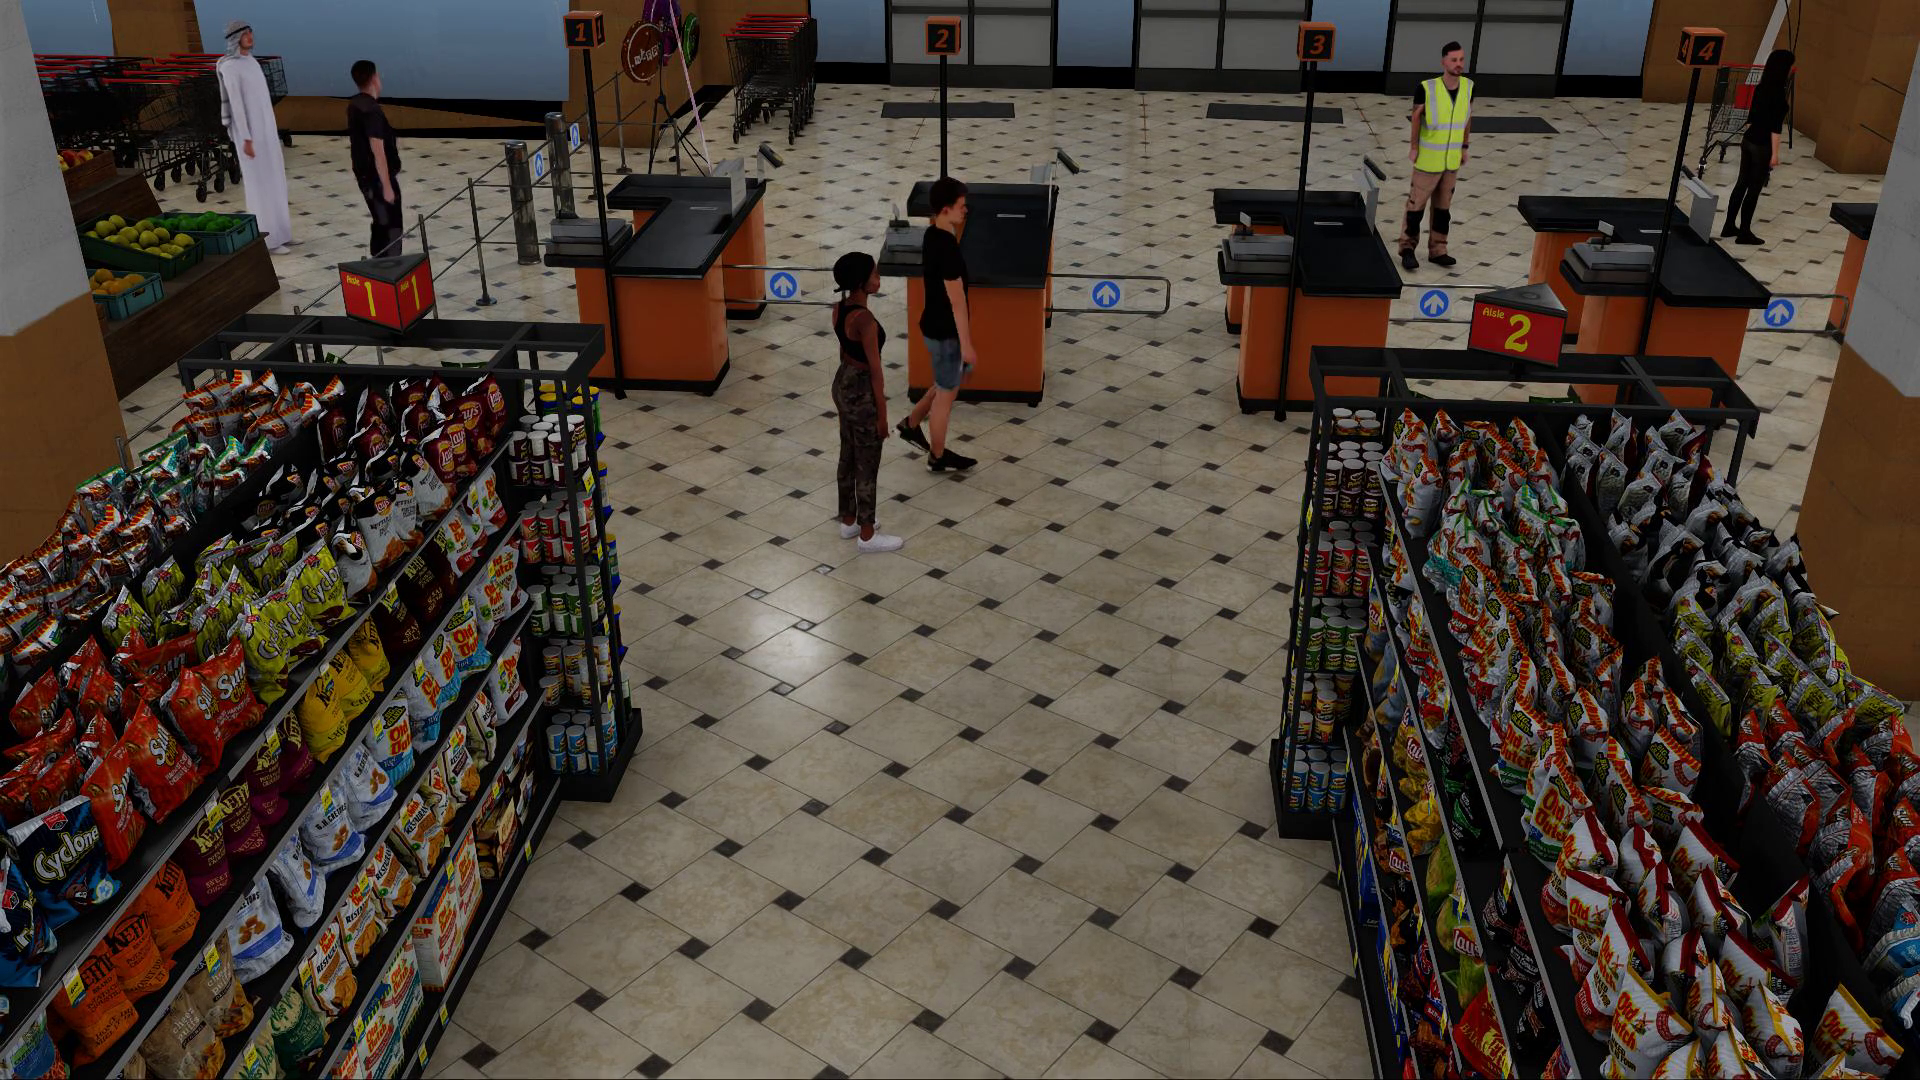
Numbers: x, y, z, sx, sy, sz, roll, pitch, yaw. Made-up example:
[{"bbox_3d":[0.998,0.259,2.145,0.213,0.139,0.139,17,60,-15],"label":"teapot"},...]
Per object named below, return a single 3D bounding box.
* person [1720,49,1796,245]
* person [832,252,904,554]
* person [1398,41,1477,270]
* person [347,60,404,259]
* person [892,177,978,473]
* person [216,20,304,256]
[{"bbox_3d":[6.894,-3.395,14.356,0.696,1.641,0.518,-4,27,-8],"label":"person"},{"bbox_3d":[-0.547,-0.754,9.082,0.723,1.701,0.633,-14,30,-25],"label":"person"},{"bbox_3d":[3.935,-3.160,13.665,0.795,1.846,0.827,-6,27,-11],"label":"person"},{"bbox_3d":[-4.507,-2.756,12.888,1.122,1.828,0.917,-8,28,-15],"label":"person"},{"bbox_3d":[-0.180,-1.240,9.894,0.799,1.832,0.751,-5,27,-9],"label":"person"},{"bbox_3d":[-5.964,-3.410,14.069,0.754,1.926,0.571,1,27,2],"label":"person"}]
